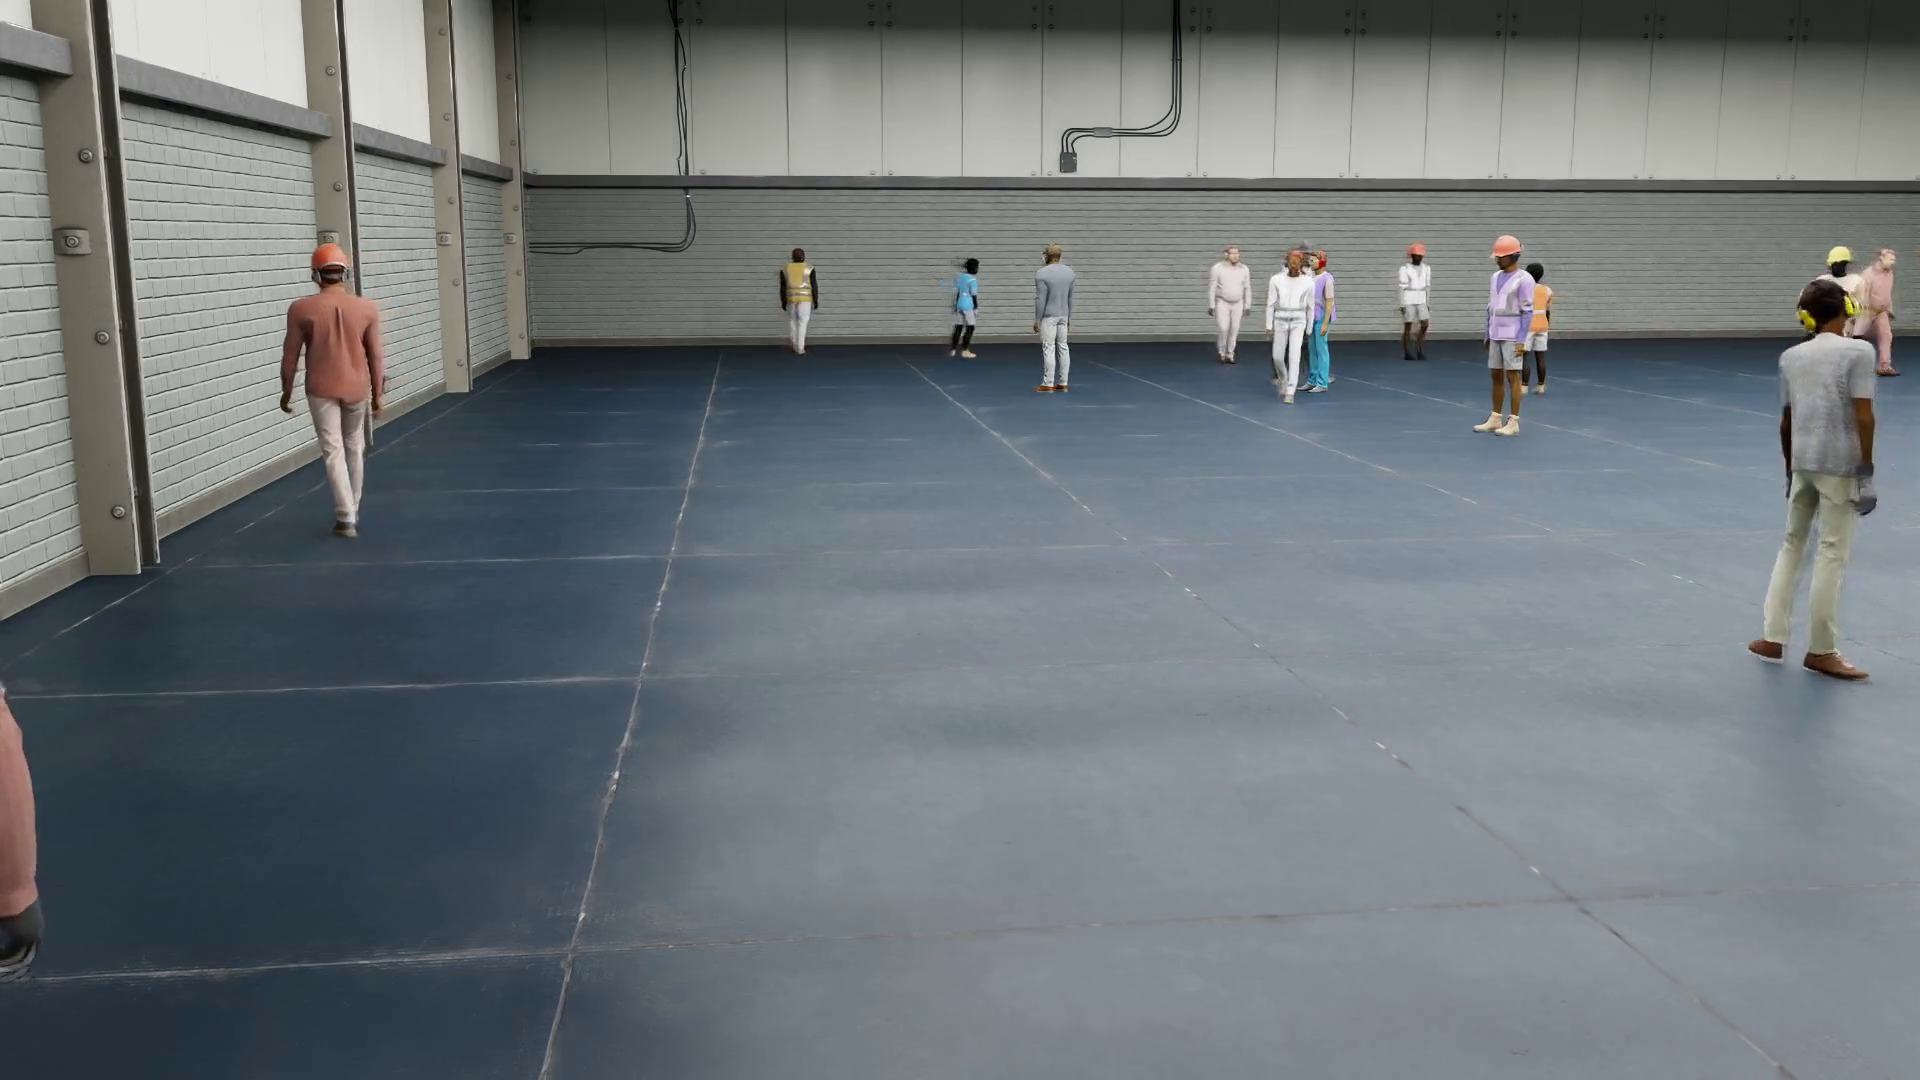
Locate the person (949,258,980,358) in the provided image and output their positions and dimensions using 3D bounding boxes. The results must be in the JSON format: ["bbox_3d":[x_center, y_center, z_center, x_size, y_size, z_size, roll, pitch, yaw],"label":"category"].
[{"bbox_3d":[0.076,-3.880,27.876,0.395,1.658,0.668,-6,12,-32],"label":"person"}]

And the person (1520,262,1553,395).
[{"bbox_3d":[7.335,-2.700,21.317,0.540,1.695,0.317,-4,11,-21],"label":"person"}]

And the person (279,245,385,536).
[{"bbox_3d":[-4.353,-1.031,11.453,0.619,1.962,0.853,-8,13,-39],"label":"person"}]

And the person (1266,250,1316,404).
[{"bbox_3d":[4.062,-2.622,20.418,0.578,1.868,0.648,3,11,18],"label":"person"}]

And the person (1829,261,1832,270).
[{"bbox_3d":[13.569,-3.552,25.867,0.524,1.749,0.573,5,12,26],"label":"person"}]

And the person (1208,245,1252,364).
[{"bbox_3d":[4.312,-3.729,26.416,0.678,1.888,0.540,-2,10,-9],"label":"person"}]

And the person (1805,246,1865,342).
[{"bbox_3d":[10.473,-2.550,19.904,0.471,1.911,0.594,-7,12,-33],"label":"person"}]

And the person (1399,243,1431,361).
[{"bbox_3d":[7.456,-3.869,27.117,0.581,1.913,0.693,-2,11,-11],"label":"person"}]

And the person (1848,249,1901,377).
[{"bbox_3d":[13.236,-3.264,24.046,0.655,1.830,0.972,-5,11,-25],"label":"person"}]

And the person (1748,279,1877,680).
[{"bbox_3d":[4.056,-0.284,7.736,0.335,1.832,0.656,-4,11,-19],"label":"person"}]

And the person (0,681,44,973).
[{"bbox_3d":[-1.916,0.602,2.751,0.661,1.876,0.935,-2,10,-10],"label":"person"}]

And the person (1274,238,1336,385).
[{"bbox_3d":[4.689,-3.079,22.453,0.921,2.000,0.708,9,14,42],"label":"person"}]

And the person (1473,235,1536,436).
[{"bbox_3d":[5.545,-2.071,16.986,0.429,2.039,0.614,-4,11,-21],"label":"person"}]

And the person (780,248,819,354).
[{"bbox_3d":[-2.773,-4.179,29.091,0.630,1.817,0.795,2,11,11],"label":"person"}]

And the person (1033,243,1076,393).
[{"bbox_3d":[1.210,-2.873,21.605,0.630,1.939,0.370,-8,13,-38],"label":"person"}]

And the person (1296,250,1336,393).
[{"bbox_3d":[4.672,-2.835,21.644,0.390,1.846,0.563,-3,11,-14],"label":"person"}]
